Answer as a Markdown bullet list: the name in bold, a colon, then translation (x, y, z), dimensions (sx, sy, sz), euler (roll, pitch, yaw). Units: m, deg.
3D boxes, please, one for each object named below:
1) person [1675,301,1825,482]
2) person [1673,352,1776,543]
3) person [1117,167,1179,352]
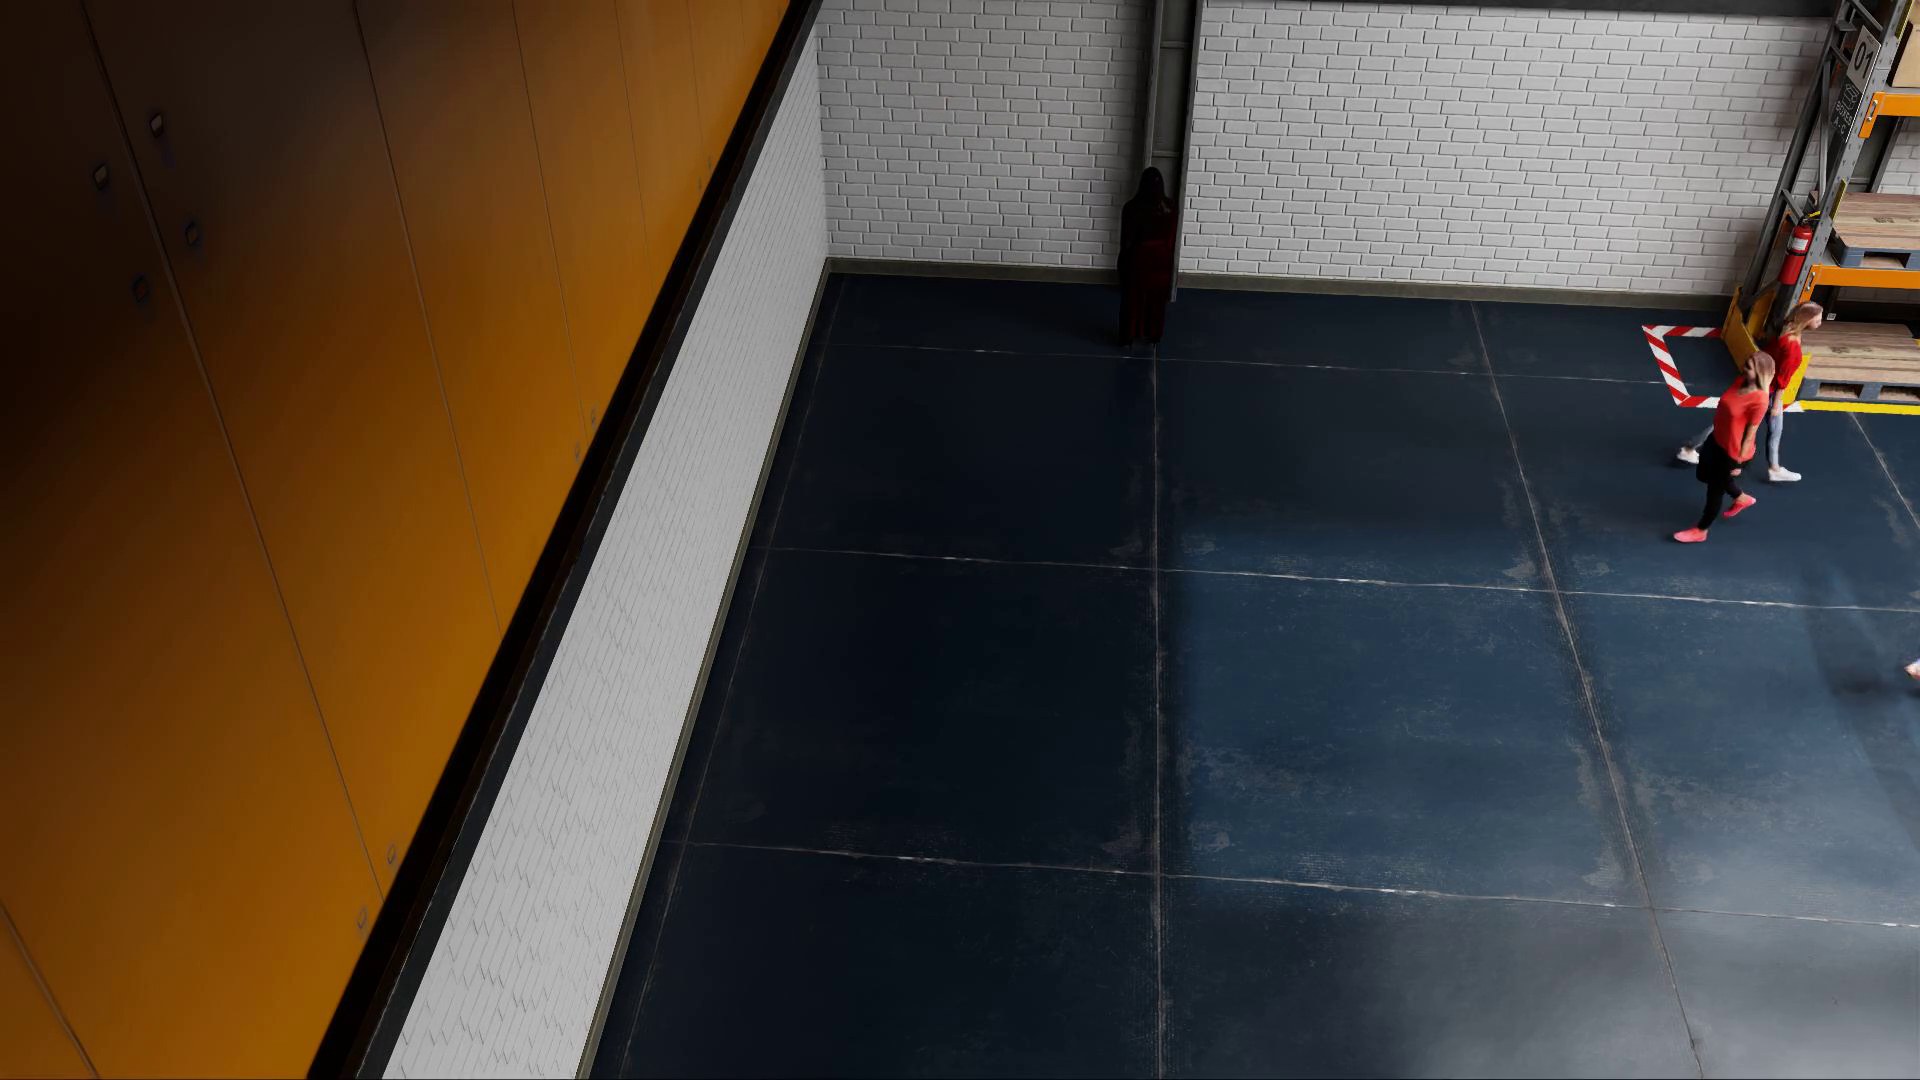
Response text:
- **person**: translation (6.239, -1.162, 13.130), dimensions (1.261, 1.644, 0.864), euler (11, 40, 14)
- **person**: translation (5.874, -0.684, 12.500), dimensions (0.905, 1.683, 0.683), euler (-3, 39, -4)
- **person**: translation (1.646, -2.469, 14.675), dimensions (0.629, 1.758, 0.782), euler (-7, 39, -8)
